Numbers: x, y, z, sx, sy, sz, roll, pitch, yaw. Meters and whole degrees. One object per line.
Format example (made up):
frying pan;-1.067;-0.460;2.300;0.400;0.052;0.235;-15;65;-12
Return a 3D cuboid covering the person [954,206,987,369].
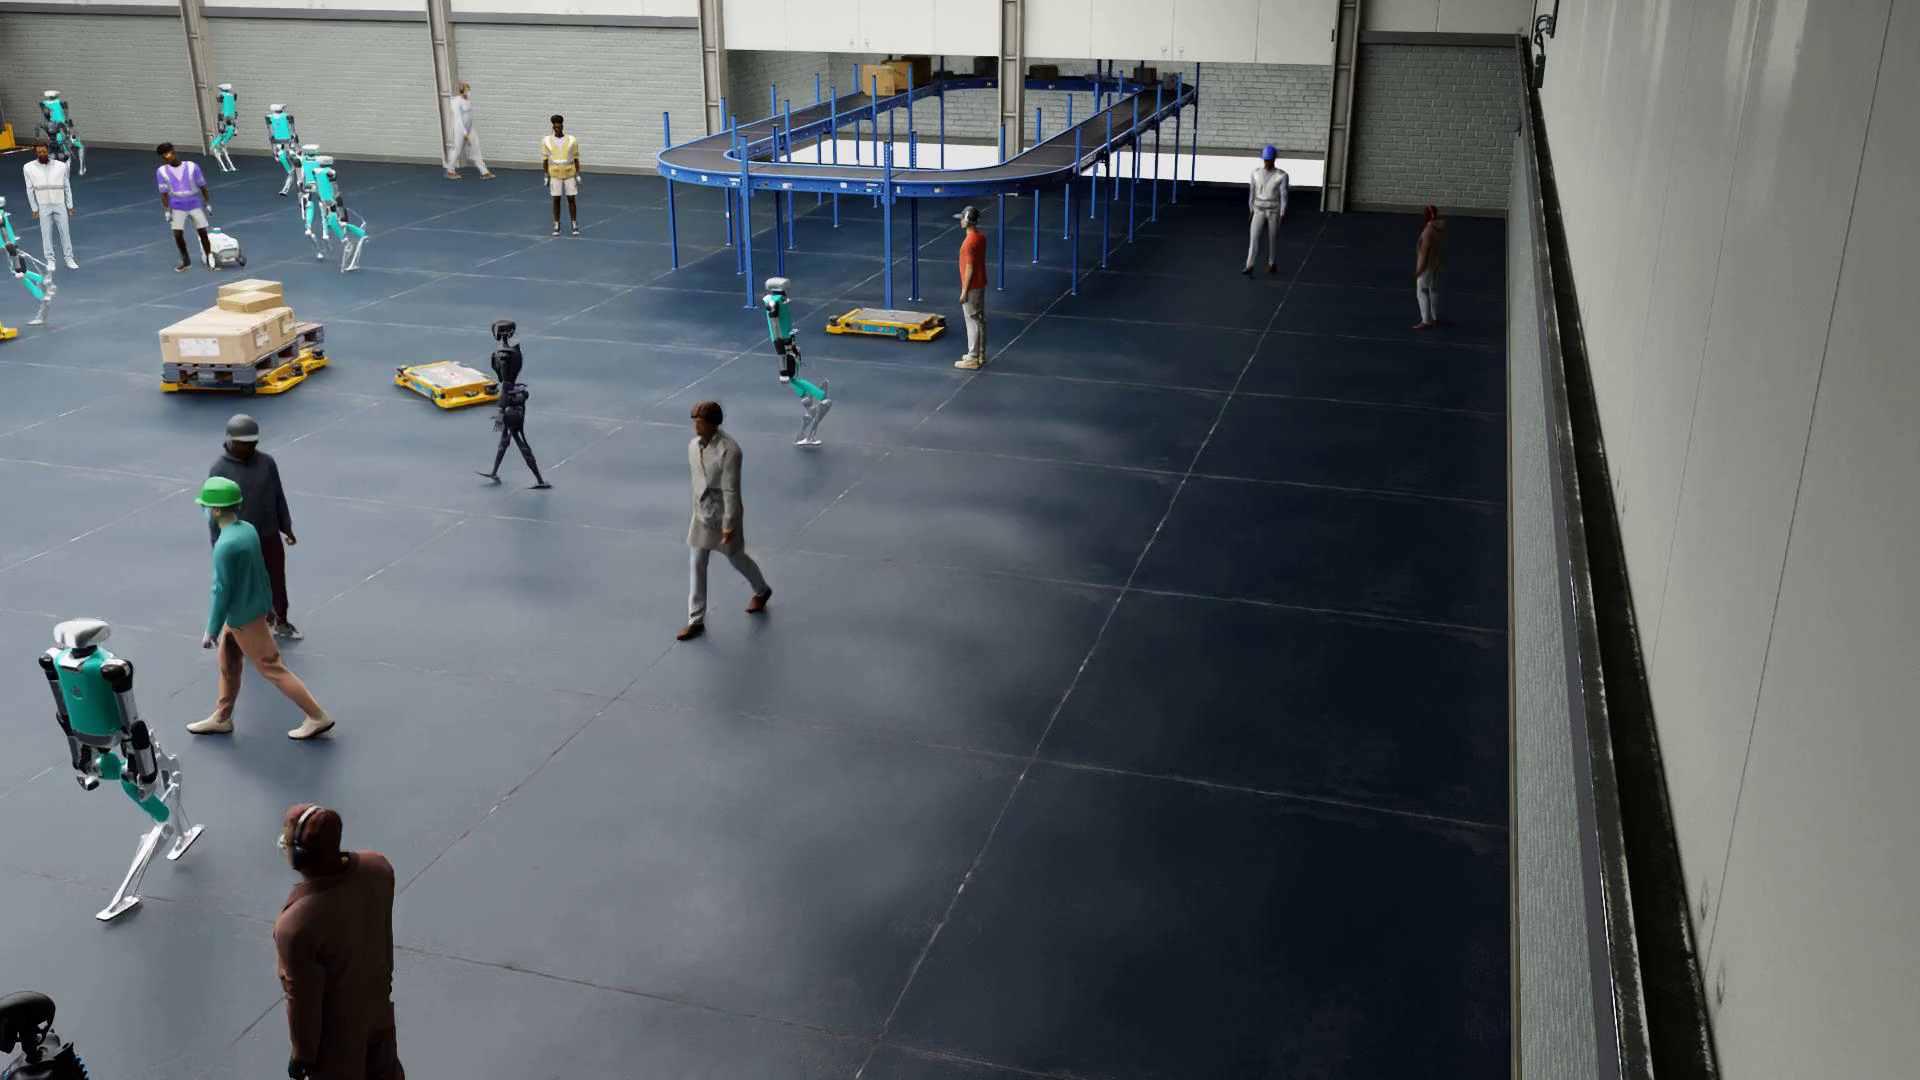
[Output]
person;0.116;-2.977;19.619;0.396;1.912;0.474;8;22;19

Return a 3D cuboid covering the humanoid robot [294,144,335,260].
humanoid robot;-9.807;-5.039;25.316;0.542;1.869;0.723;-4;22;-11

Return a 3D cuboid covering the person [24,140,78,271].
person;-13.582;-5.008;24.876;0.589;1.919;0.398;-14;25;-32

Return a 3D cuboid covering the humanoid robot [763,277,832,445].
humanoid robot;-1.549;-1.703;16.665;0.774;1.852;0.542;2;21;4

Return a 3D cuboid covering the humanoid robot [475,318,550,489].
humanoid robot;-4.262;-1.261;15.528;0.718;1.636;0.599;-2;21;-5

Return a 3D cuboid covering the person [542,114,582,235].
person;-6.569;-6.030;27.461;0.612;1.963;0.361;-5;22;-12

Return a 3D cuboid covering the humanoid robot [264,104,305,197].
humanoid robot;-12.444;-7.215;30.847;0.555;1.736;1.011;1;21;2

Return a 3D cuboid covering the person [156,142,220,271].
person;-11.475;-4.943;24.702;0.685;1.930;0.374;-9;23;-22

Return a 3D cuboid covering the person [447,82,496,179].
person;-9.809;-8.089;32.921;1.009;1.891;0.637;6;22;16

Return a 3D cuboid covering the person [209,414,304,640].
person;-5.184;-0.050;12.170;0.608;1.809;0.383;-19;28;-40

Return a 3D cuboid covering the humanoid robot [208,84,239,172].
humanoid robot;-15.050;-8.405;33.891;0.713;1.746;0.538;6;22;14

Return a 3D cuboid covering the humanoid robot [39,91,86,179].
humanoid robot;-17.771;-8.081;33.130;0.538;1.756;0.946;0;21;0

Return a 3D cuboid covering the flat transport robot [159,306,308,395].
flat transport robot;-8.295;-1.864;19.013;1.431;0.231;0.659;2;21;5

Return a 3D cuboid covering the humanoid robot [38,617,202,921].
humanoid robot;-4.512;1.149;9.224;0.536;1.770;1.021;6;22;16

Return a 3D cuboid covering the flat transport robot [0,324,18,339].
flat transport robot;-12.456;-2.461;20.560;0.659;0.231;1.431;4;21;10

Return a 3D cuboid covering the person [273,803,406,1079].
person;-2.567;1.938;6.878;0.406;1.905;0.650;5;22;14

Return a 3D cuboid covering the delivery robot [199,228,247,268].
delivery robot;-11.252;-4.438;25.274;0.765;0.583;0.499;20;29;41

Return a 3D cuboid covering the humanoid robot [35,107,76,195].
humanoid robot;-16.867;-7.250;31.055;0.608;1.634;0.643;-14;25;-33

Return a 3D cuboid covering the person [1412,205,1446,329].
person;6.074;-3.525;21.431;0.333;1.616;0.666;18;28;39

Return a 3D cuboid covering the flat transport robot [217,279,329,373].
flat transport robot;-8.320;-2.163;19.789;1.431;0.231;0.659;7;22;17

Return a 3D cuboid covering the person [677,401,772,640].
person;-1.809;-0.203;12.589;0.498;1.795;0.920;11;24;27

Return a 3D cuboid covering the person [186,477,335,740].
person;-4.643;0.465;10.810;0.978;1.825;0.512;-3;21;-9

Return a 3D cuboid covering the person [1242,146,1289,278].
person;4.484;-4.801;24.361;0.636;1.889;0.982;12;24;28

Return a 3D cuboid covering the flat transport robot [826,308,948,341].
flat transport robot;-0.932;-2.772;21.368;1.431;0.231;0.659;7;22;18

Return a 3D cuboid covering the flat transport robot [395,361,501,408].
flat transport robot;-5.778;-1.766;18.758;0.659;0.231;1.431;-17;27;-37

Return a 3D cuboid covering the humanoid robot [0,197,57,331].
humanoid robot;-11.898;-3.470;21.295;0.744;1.894;0.551;-15;25;-33

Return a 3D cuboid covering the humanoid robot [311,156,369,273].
humanoid robot;-9.066;-4.766;24.567;0.536;1.838;0.757;17;27;37

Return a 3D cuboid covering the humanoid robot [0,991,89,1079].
humanoid robot;-3.263;2.358;6.084;0.315;1.657;0.599;-8;22;-19
